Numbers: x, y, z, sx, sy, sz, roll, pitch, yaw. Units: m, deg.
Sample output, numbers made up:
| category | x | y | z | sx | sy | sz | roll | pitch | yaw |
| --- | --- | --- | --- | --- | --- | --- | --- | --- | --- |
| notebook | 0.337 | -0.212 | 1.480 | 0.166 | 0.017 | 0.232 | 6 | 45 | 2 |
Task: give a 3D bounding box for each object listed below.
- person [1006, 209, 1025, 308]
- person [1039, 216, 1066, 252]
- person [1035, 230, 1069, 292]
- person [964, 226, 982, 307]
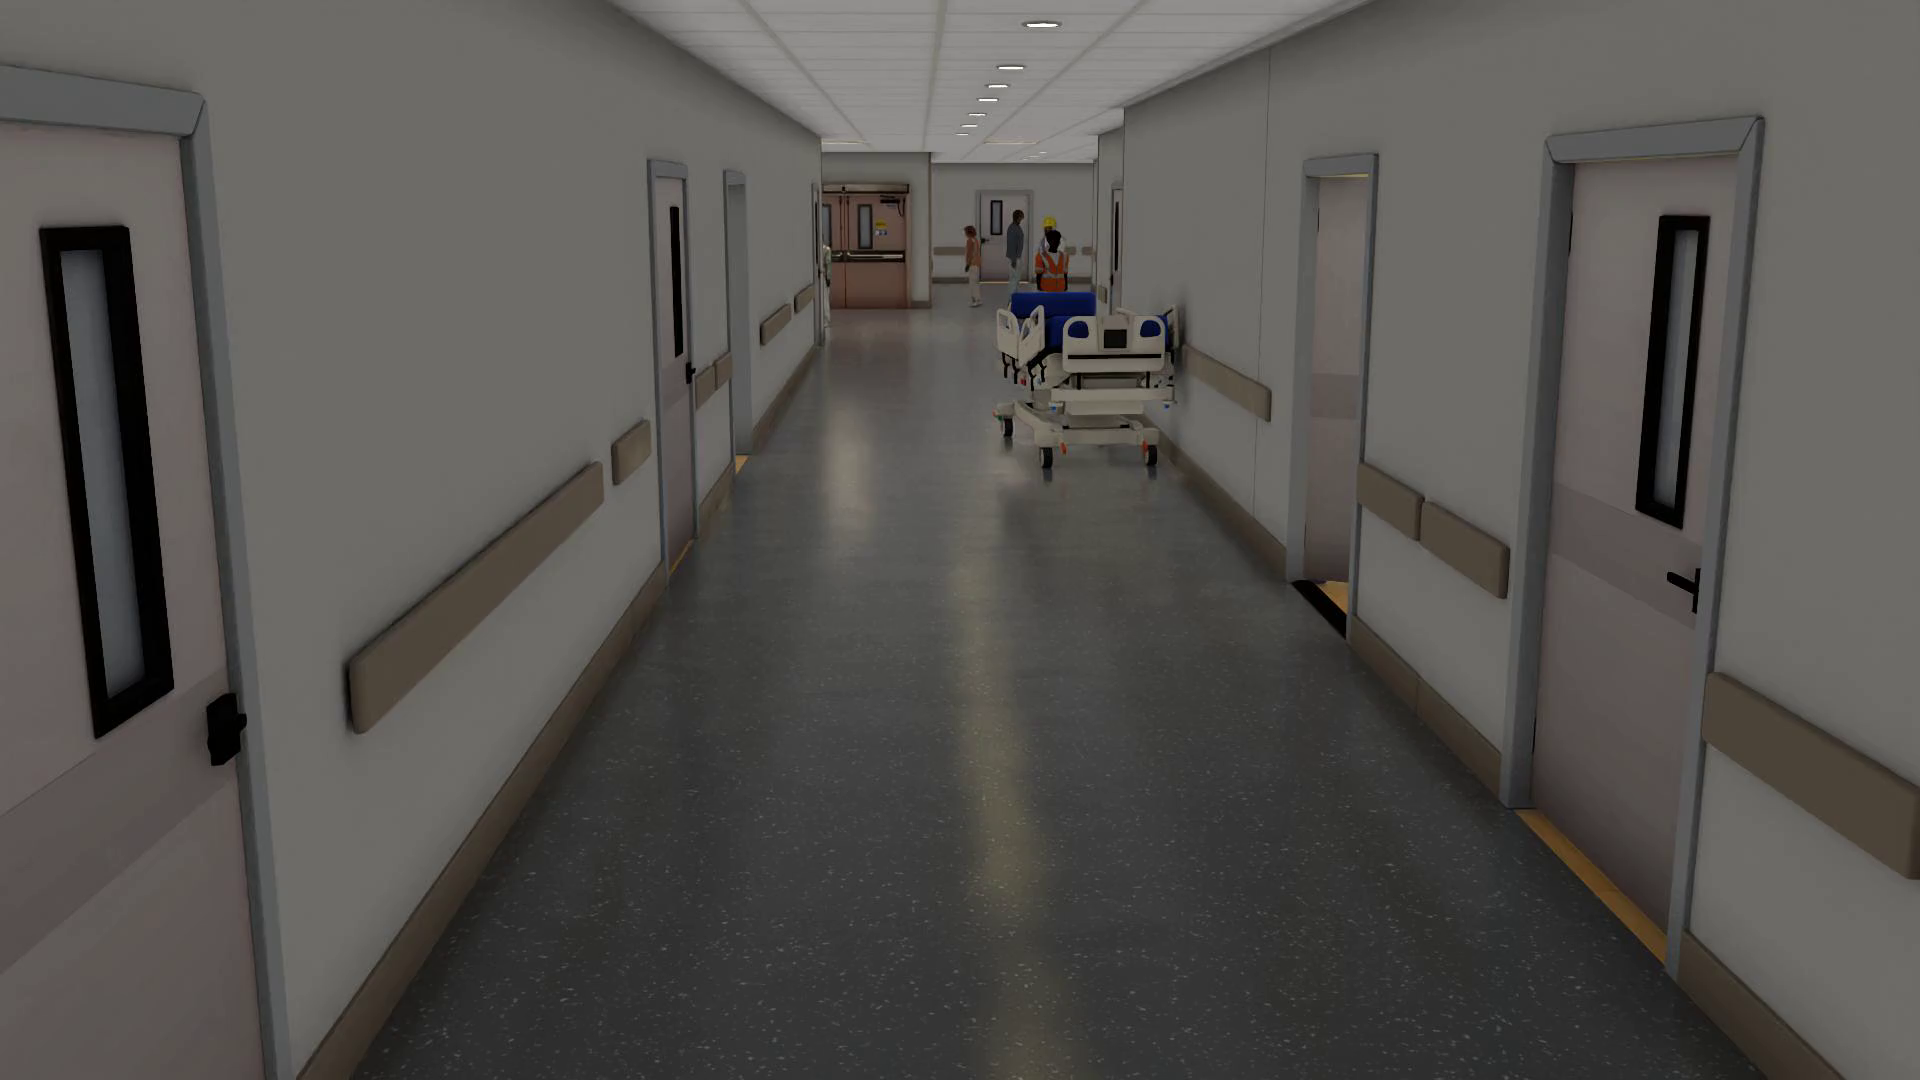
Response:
| category | x | y | z | sx | sy | sz | roll | pitch | yaw |
| --- | --- | --- | --- | --- | --- | --- | --- | --- | --- |
| person | 1.093 | -5.518 | 32.672 | 0.373 | 1.929 | 0.636 | 3 | 12 | 13 |
| person | 1.604 | -4.793 | 29.396 | 0.403 | 1.823 | 0.601 | -10 | 15 | -39 |
| person | 1.304 | -3.528 | 23.534 | 0.532 | 1.695 | 0.319 | -5 | 13 | -23 |
| person | 0.278 | -5.455 | 33.176 | 0.467 | 1.600 | 0.698 | 3 | 12 | 14 |
